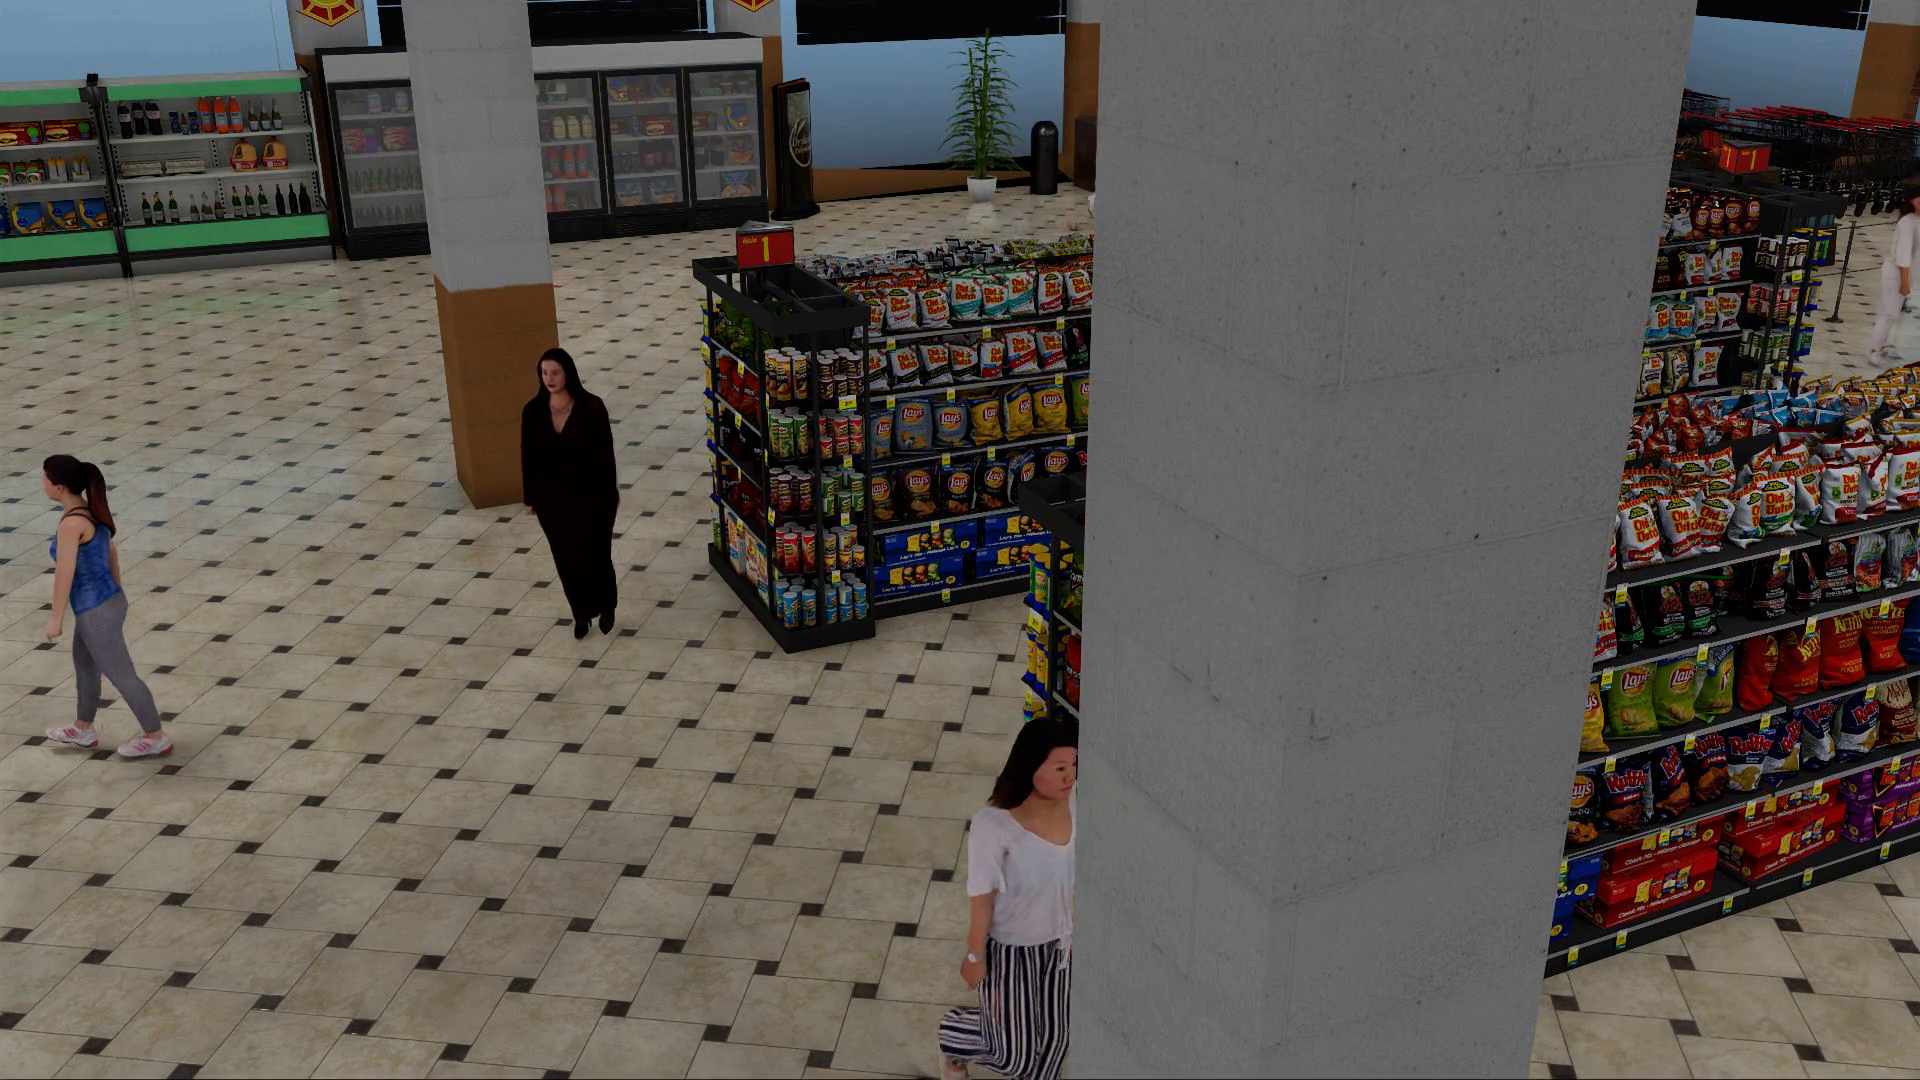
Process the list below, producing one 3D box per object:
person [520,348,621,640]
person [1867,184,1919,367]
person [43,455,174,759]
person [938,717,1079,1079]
[{"bbox_3d":[-2.192,-0.276,9.569,0.805,1.747,0.890,2,22,5],"label":"person"},{"bbox_3d":[8.461,-2.412,14.994,0.880,1.664,0.702,10,24,24],"label":"person"},{"bbox_3d":[-4.181,0.354,8.214,0.929,1.587,0.719,-4,22,-10],"label":"person"},{"bbox_3d":[0.177,1.330,5.687,0.823,1.660,0.861,-16,27,-34],"label":"person"}]
